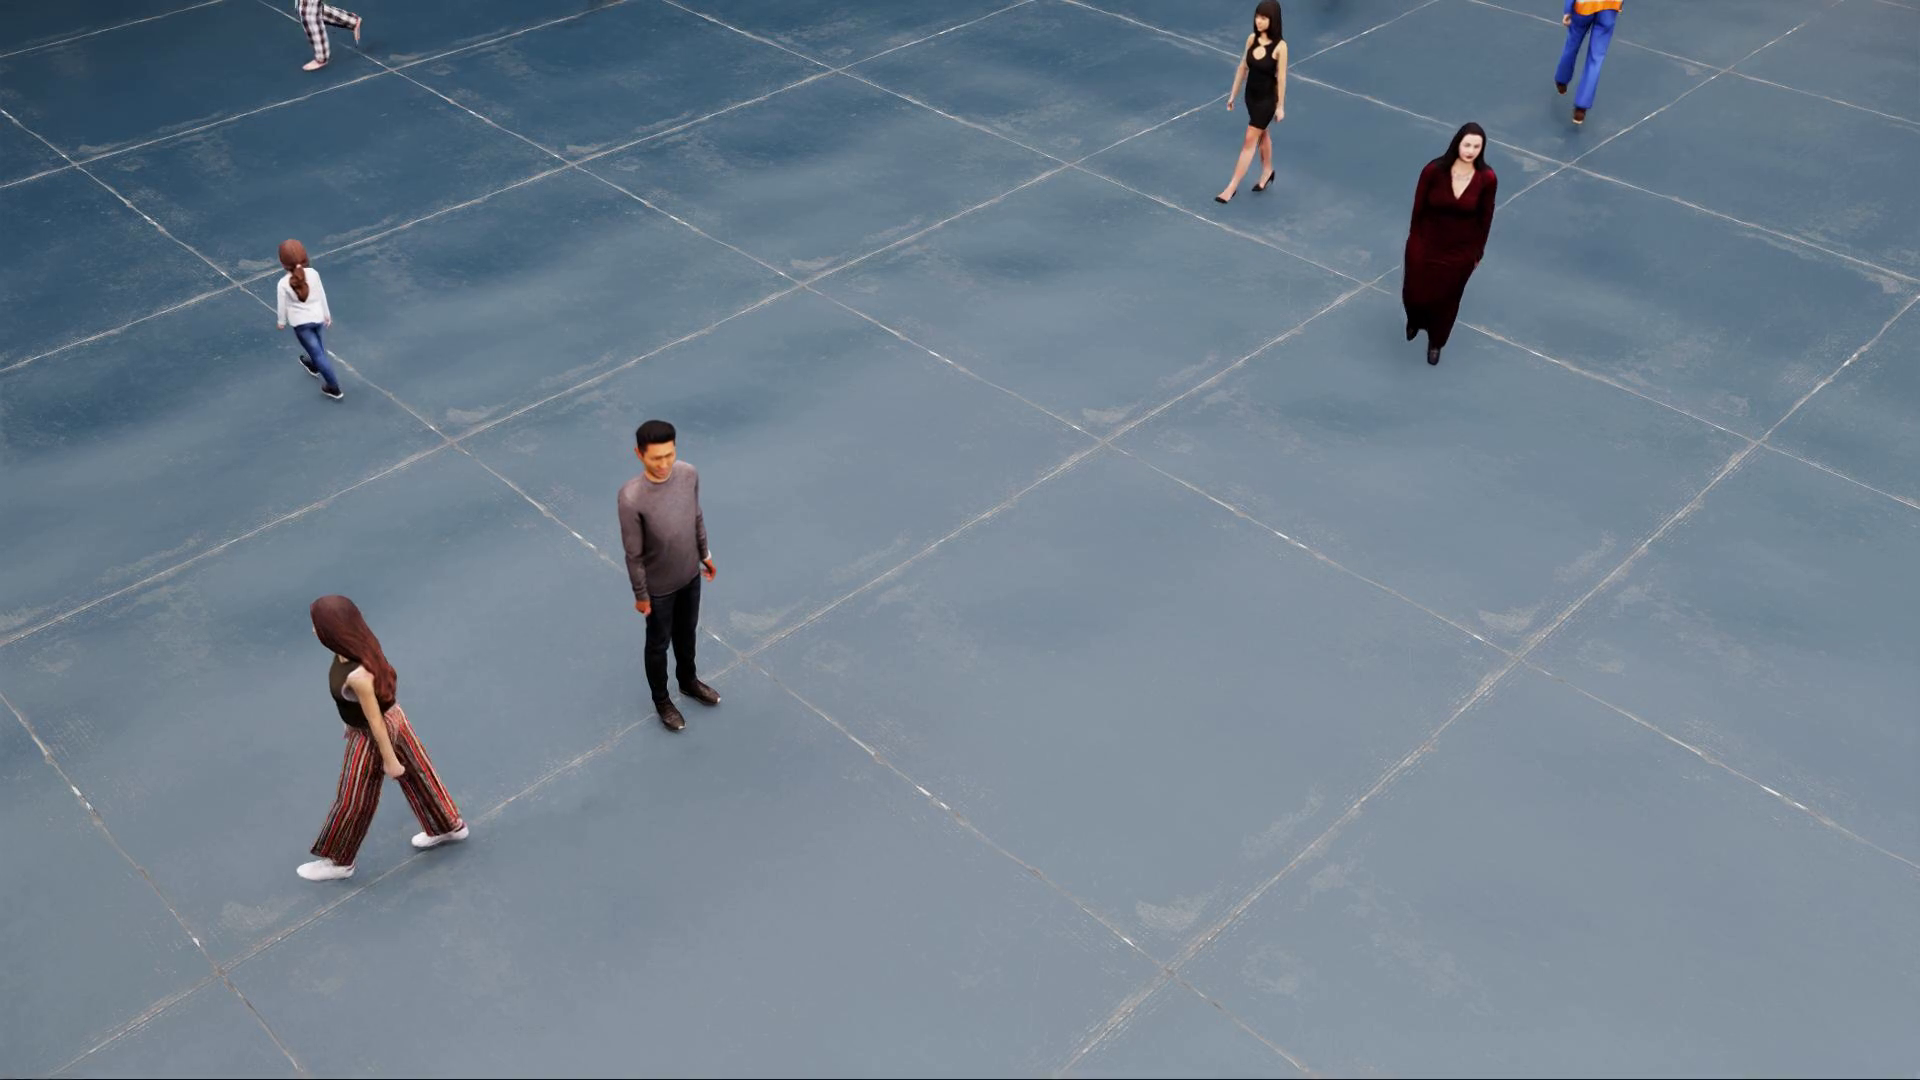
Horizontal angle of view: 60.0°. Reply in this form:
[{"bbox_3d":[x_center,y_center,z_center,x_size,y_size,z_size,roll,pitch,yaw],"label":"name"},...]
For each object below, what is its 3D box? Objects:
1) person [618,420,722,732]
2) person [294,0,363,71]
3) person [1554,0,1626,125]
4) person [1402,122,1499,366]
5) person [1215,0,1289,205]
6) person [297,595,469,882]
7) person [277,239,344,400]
[{"bbox_3d":[-1.460,0.156,8.303,0.707,1.766,0.468,8,38,11],"label":"person"},{"bbox_3d":[-6.007,-5.349,15.492,0.938,1.828,0.653,-30,46,-33],"label":"person"},{"bbox_3d":[5.520,-4.529,14.427,1.132,1.811,1.337,8,38,10],"label":"person"},{"bbox_3d":[3.250,-2.008,11.167,0.827,1.742,0.872,8,38,10],"label":"person"},{"bbox_3d":[2.453,-3.496,13.228,1.001,1.617,0.656,-25,44,-29],"label":"person"},{"bbox_3d":[-2.566,0.865,7.566,1.069,1.528,0.824,-14,39,-17],"label":"person"},{"bbox_3d":[-4.271,-1.438,10.961,0.581,1.085,0.722,24,43,28],"label":"person"}]
